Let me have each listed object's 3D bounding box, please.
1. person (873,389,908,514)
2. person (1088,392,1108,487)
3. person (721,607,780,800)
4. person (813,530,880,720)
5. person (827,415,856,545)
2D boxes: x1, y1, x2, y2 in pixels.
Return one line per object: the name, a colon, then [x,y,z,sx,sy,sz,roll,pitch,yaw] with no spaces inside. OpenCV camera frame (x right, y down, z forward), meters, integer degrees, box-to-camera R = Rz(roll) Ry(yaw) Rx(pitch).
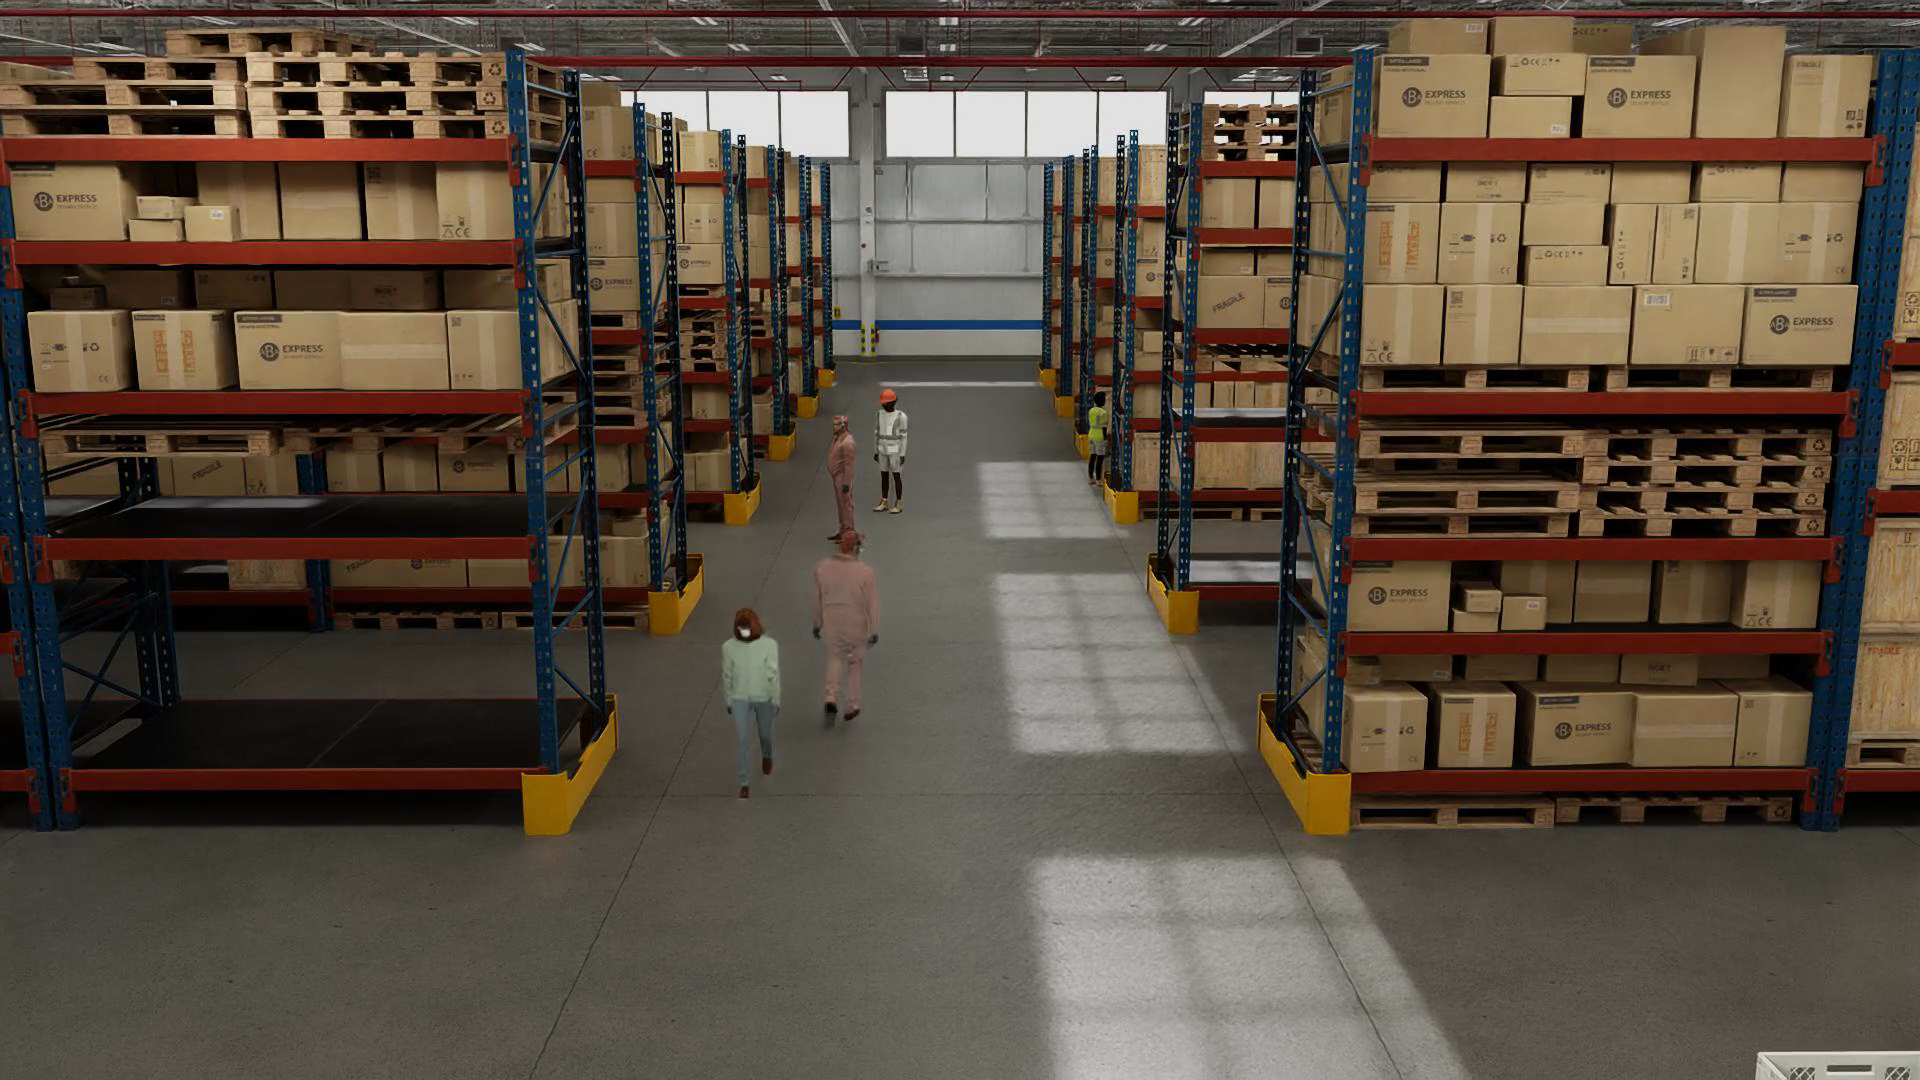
person: [-1.144,-1.433,26.911,0.605,2.034,0.391,7,13,31]
person: [2.459,-1.795,29.561,0.318,1.690,0.529,-6,13,-26]
person: [-1.775,1.341,14.215,0.501,1.608,0.711,-1,11,-3]
person: [-1.097,0.829,16.113,0.694,1.875,0.414,3,12,15]
person: [-1.755,-0.895,24.561,0.409,1.907,0.651,-4,12,-19]
